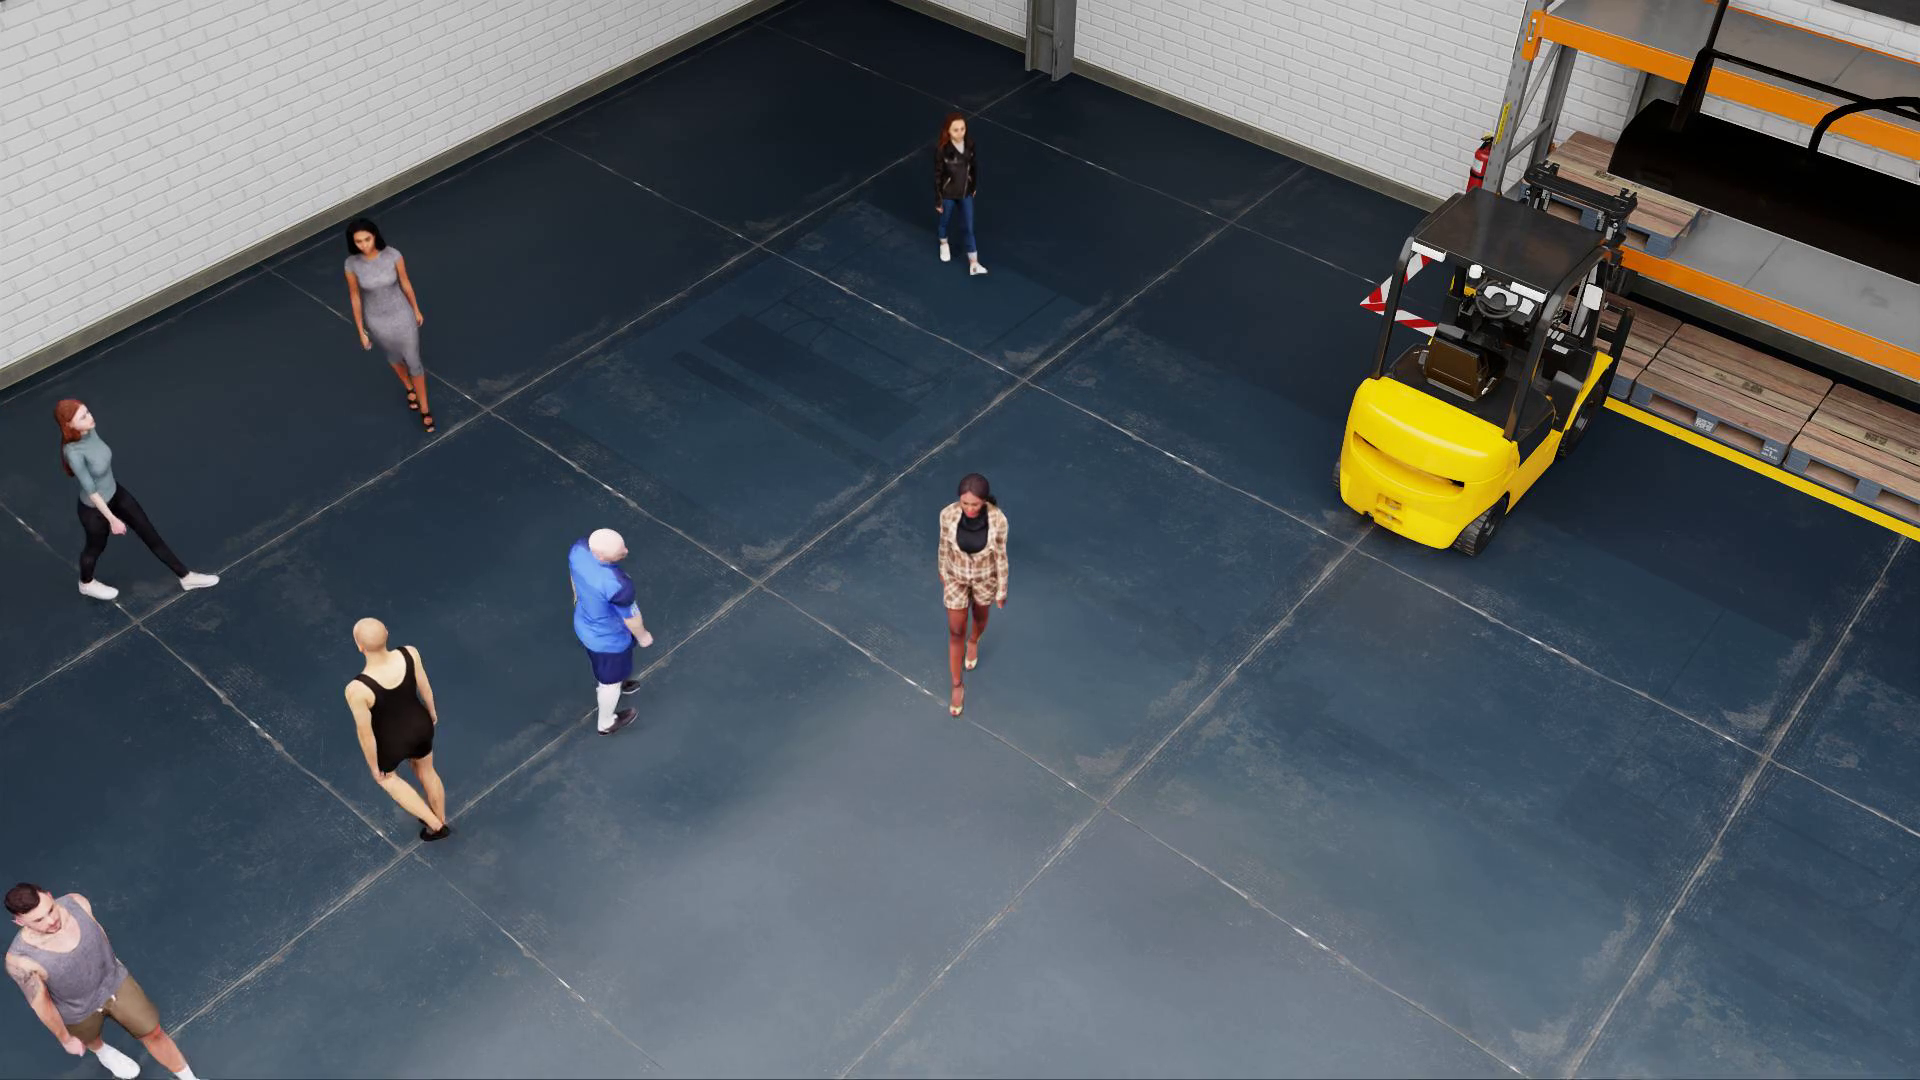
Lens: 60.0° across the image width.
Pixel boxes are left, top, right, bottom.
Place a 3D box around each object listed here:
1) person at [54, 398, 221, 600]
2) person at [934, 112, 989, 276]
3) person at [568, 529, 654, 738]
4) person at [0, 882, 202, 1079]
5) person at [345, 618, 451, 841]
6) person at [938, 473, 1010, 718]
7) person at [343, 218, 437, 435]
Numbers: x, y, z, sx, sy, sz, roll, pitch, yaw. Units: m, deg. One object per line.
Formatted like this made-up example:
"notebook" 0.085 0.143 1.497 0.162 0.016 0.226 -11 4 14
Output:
"person" -5.724 -0.208 10.972 1.181 1.690 1.106 -2 44 -2
"person" -0.072 -2.976 14.051 0.849 1.450 1.010 -16 46 -16
"person" -2.179 0.540 10.105 0.692 1.801 0.897 30 51 28
"person" -4.426 2.234 8.323 1.179 1.802 0.775 21 47 20
"person" -3.119 1.158 9.454 0.656 1.804 0.677 28 50 26
"person" 0.089 0.202 10.487 0.980 1.764 0.968 4 44 5
"person" -4.275 -1.682 12.468 0.863 1.760 0.971 -13 45 -13
